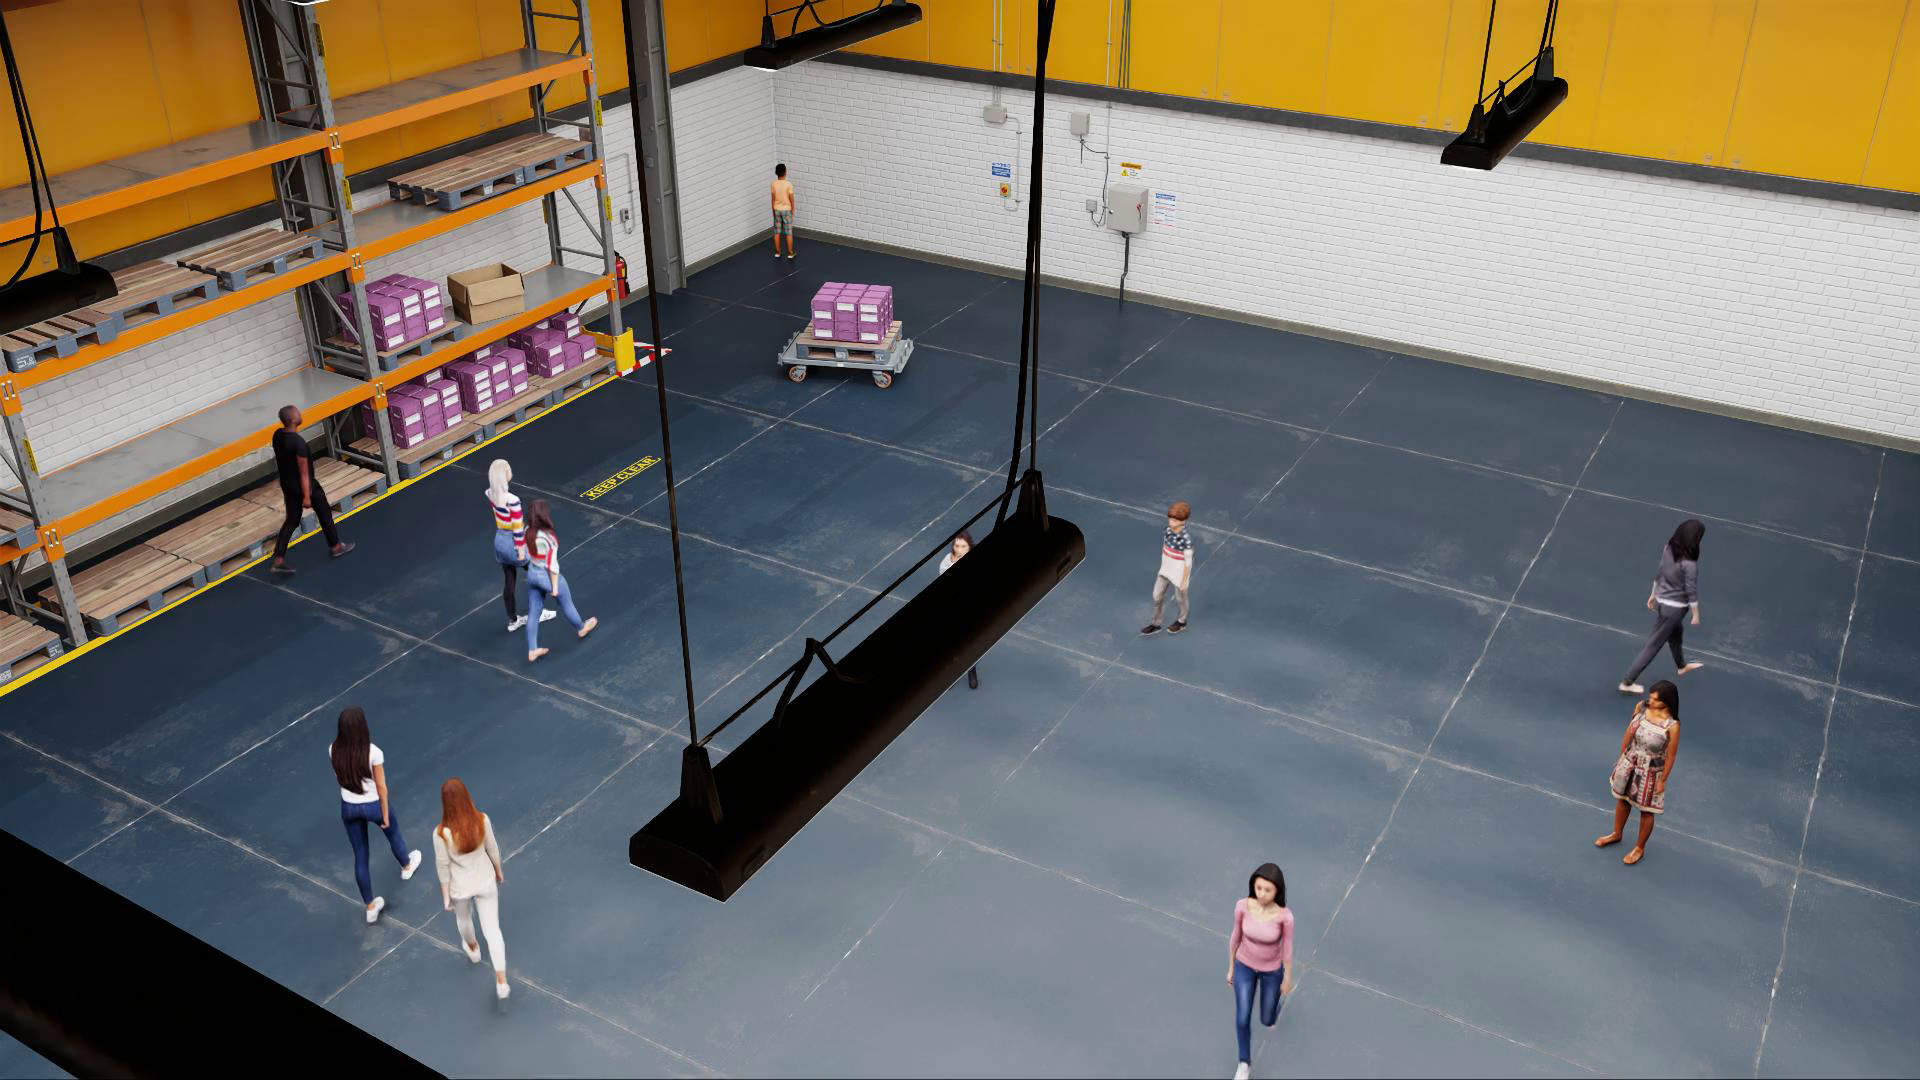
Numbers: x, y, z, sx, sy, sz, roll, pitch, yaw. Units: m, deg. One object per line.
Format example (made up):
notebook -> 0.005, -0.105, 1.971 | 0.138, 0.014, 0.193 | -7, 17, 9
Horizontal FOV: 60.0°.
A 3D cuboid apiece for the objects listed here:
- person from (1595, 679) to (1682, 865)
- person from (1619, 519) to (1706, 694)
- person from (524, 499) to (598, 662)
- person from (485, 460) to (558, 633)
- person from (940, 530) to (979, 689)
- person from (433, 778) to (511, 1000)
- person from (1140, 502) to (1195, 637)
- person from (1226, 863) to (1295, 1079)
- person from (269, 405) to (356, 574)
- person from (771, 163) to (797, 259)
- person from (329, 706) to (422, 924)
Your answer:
person -> 5.352, 1.774, 12.984 | 0.708, 1.643, 0.724 | -16, 32, -27
person -> 6.322, 0.643, 14.984 | 1.132, 1.714, 1.131 | -5, 29, -10
person -> -3.953, 0.406, 15.568 | 0.583, 1.571, 0.988 | 16, 33, 27
person -> -4.370, 0.077, 15.933 | 0.714, 1.798, 0.759 | 23, 36, 35
person -> 0.025, 0.621, 15.111 | 0.681, 1.631, 0.678 | 0, 29, 1
person -> -3.399, 2.473, 11.658 | 1.105, 1.685, 1.031 | -13, 31, -23
person -> 2.115, 0.260, 15.990 | 0.822, 1.421, 0.692 | -22, 35, -34
person -> 2.006, 2.801, 11.009 | 0.630, 1.731, 0.922 | 13, 31, 22
person -> -6.812, -0.472, 16.961 | 0.756, 1.778, 1.220 | 19, 34, 31
person -> -2.757, -5.110, 25.797 | 0.578, 1.459, 0.590 | 4, 29, 6
person -> -4.444, 2.071, 12.331 | 0.864, 1.746, 1.068 | 2, 29, 3
